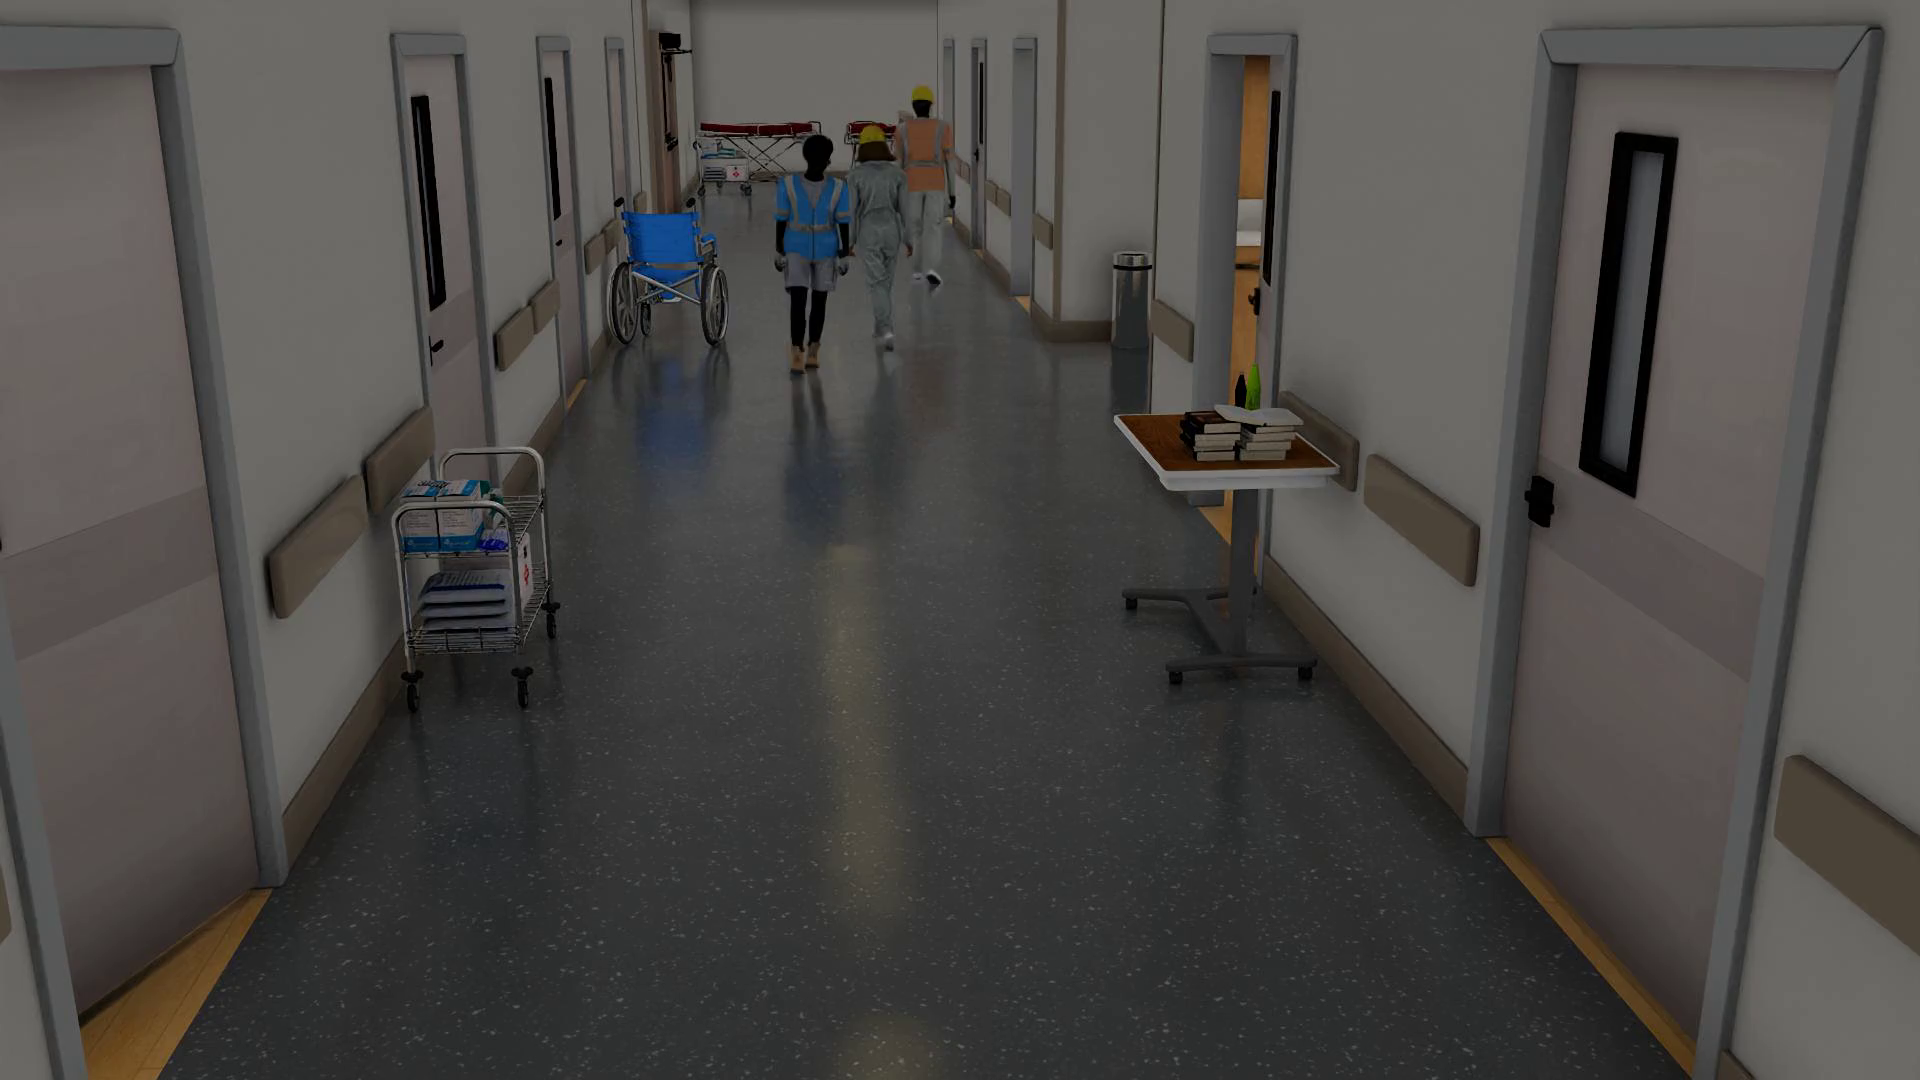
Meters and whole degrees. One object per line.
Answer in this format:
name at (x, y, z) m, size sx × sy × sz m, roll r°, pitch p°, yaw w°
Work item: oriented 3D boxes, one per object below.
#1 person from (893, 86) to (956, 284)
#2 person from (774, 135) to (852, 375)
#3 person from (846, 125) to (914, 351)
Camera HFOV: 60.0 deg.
person at (-0.365, -3.467, 16.340) m, size 0.603 × 1.898 × 0.808 m, roll 3°, pitch 17°, yaw 9°
person at (-1.032, -2.015, 11.797) m, size 0.552 × 1.668 × 0.701 m, roll -3°, pitch 17°, yaw -10°
person at (-0.608, -2.331, 12.821) m, size 0.492 × 1.699 × 0.858 m, roll -6°, pitch 18°, yaw -18°
